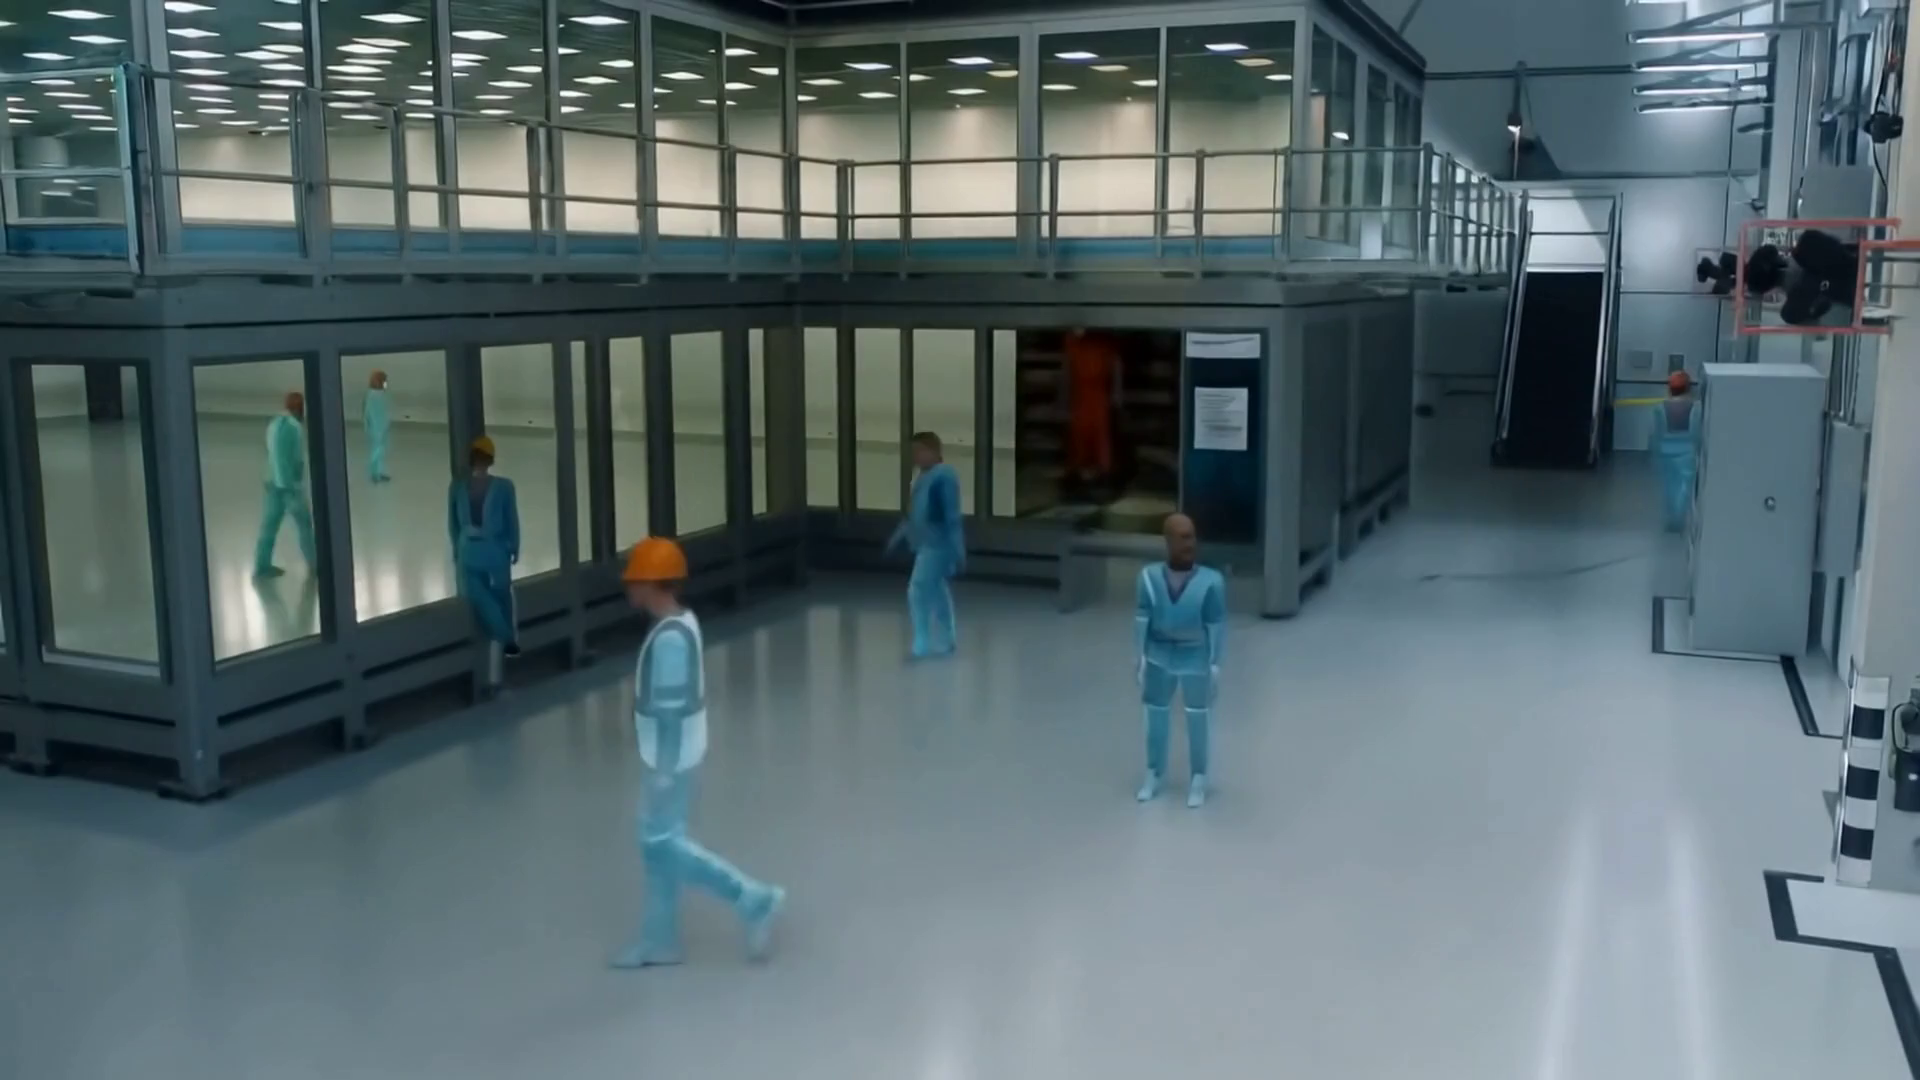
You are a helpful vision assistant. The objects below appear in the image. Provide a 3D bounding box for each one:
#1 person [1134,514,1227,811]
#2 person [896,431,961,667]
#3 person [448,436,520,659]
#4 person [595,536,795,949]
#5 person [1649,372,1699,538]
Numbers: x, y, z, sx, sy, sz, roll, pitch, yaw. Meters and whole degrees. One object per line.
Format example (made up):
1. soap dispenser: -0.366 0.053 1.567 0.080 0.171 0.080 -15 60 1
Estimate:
1. person: 1.239 0.689 9.461 0.535 1.697 0.318 4 10 22
2. person: -0.306 0.068 12.902 0.705 1.817 0.664 -3 10 -19
3. person: -3.745 0.064 13.129 0.524 1.759 0.328 -1 9 -9
4. person: -1.195 0.922 7.394 0.837 1.914 0.547 -1 9 -6
5. person: 8.324 -0.997 19.272 0.611 1.895 1.014 5 11 30
